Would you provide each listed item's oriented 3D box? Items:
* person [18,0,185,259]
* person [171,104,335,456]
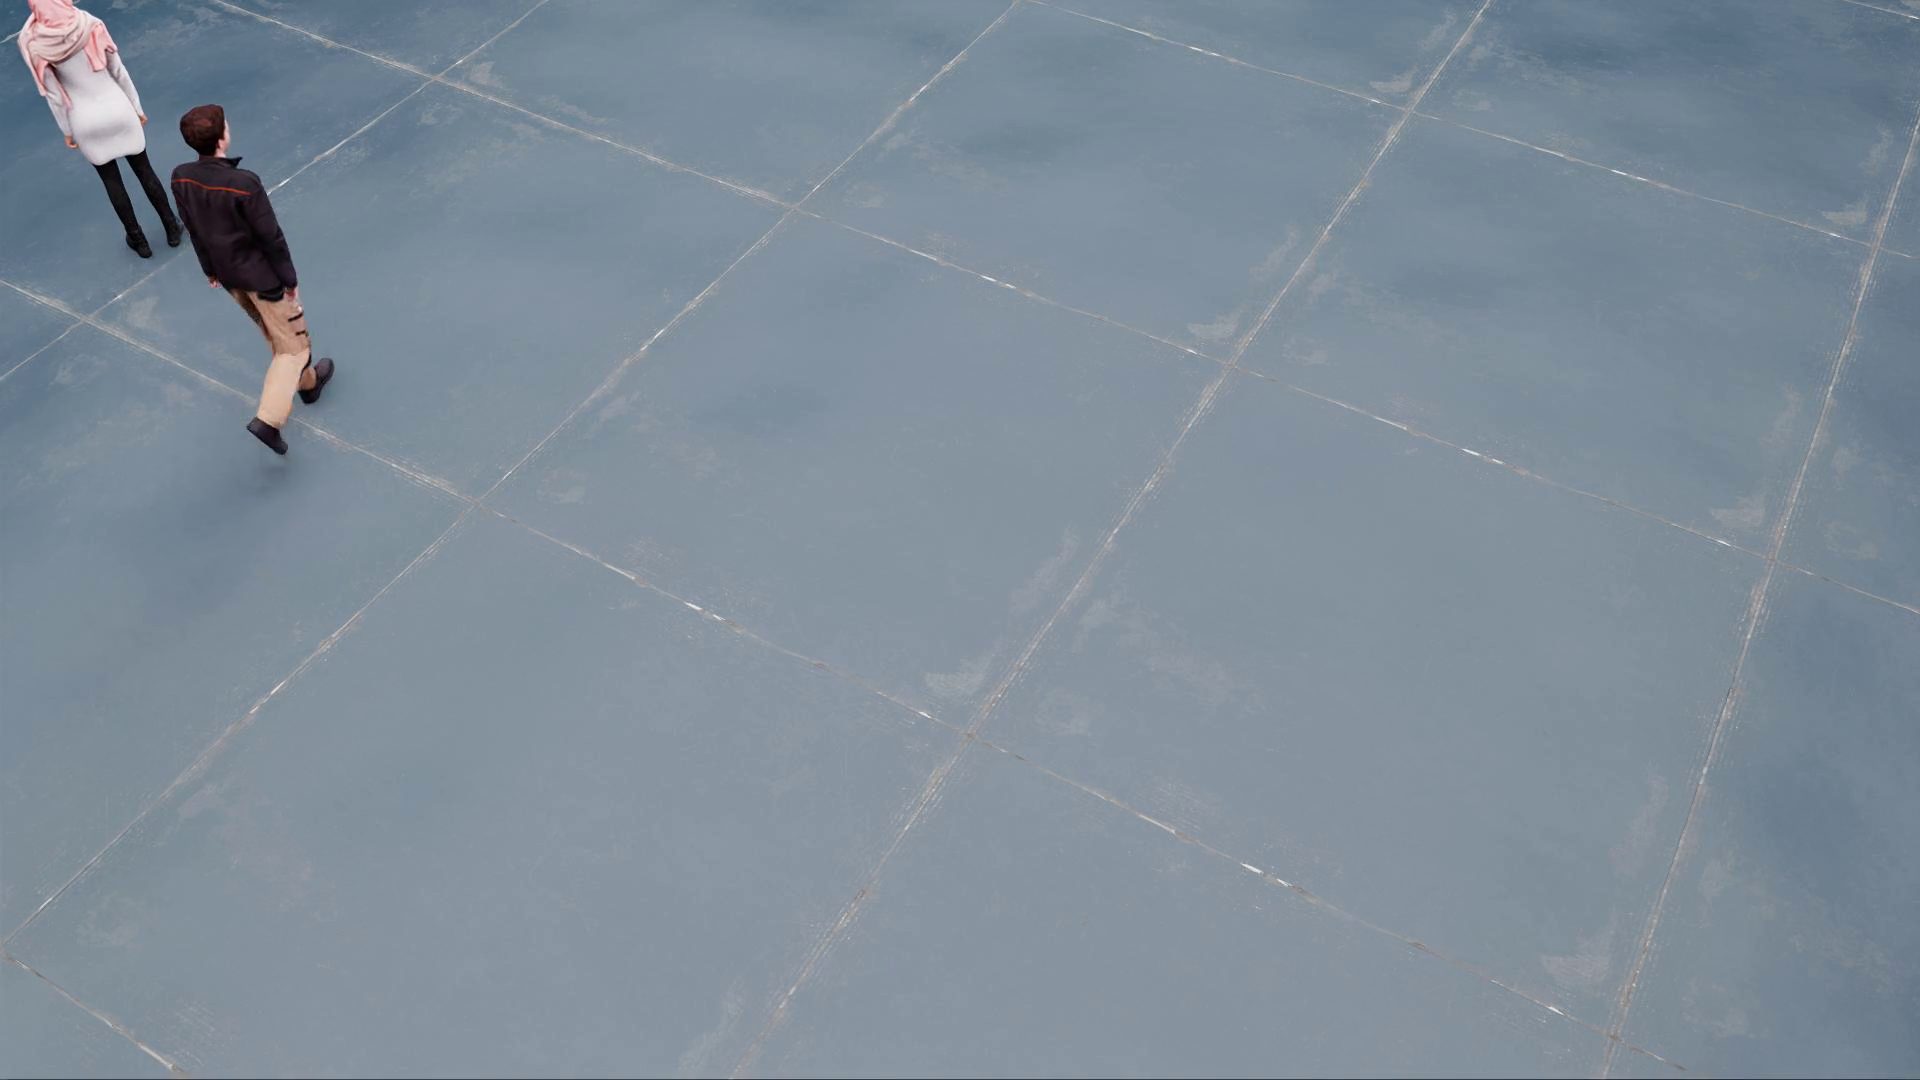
[{"bbox_3d":[-4.955,-2.439,9.594,0.733,1.804,0.746,-26,52,-22],"label":"person"},{"bbox_3d":[-3.626,-1.289,8.463,1.141,1.904,0.976,9,48,8],"label":"person"}]
